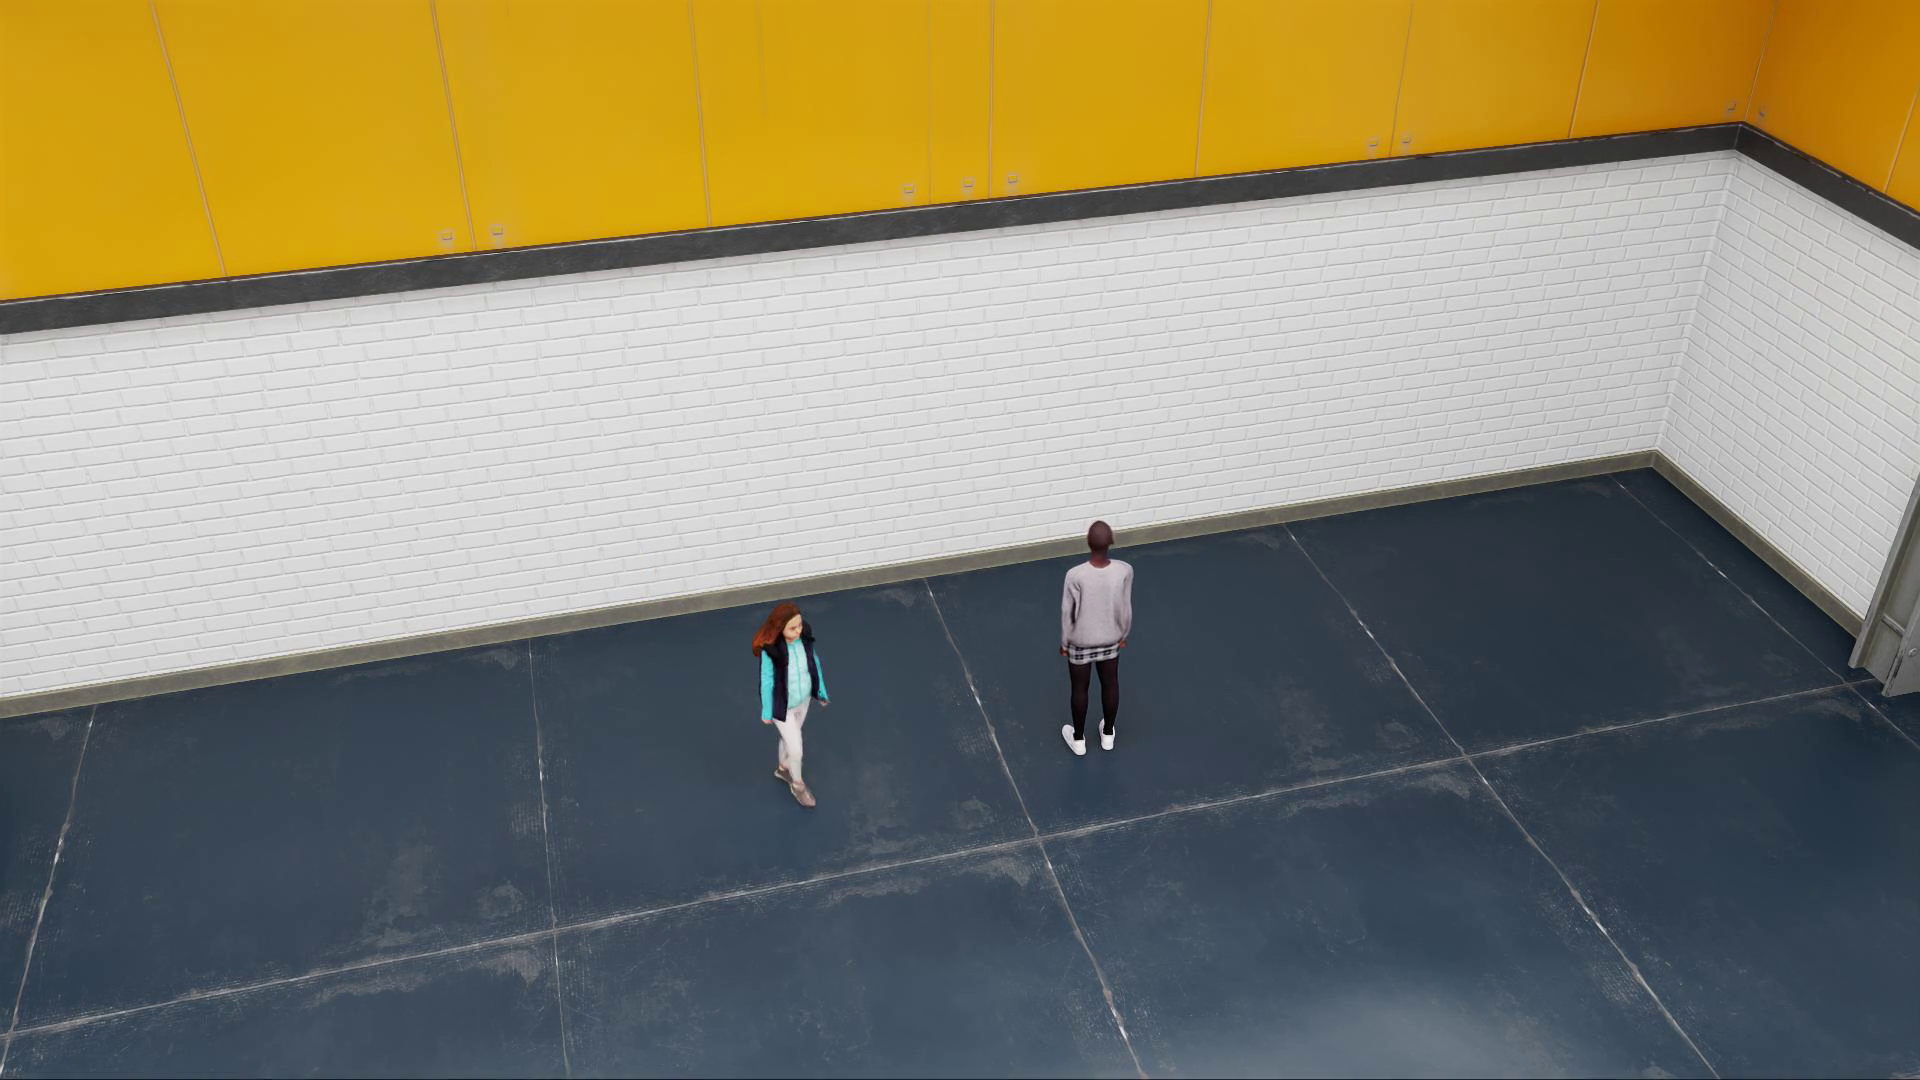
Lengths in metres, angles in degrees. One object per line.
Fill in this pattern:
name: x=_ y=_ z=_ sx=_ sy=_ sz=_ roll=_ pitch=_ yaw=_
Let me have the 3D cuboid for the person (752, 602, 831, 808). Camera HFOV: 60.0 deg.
person: x=-1.129 y=0.973 z=10.507 sx=0.825 sy=1.486 sz=0.757 roll=24 pitch=40 yaw=31

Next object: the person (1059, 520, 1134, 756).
person: x=0.873 y=0.633 z=10.759 sx=0.622 sy=1.773 sz=0.529 roll=-7 pitch=34 yaw=-10
